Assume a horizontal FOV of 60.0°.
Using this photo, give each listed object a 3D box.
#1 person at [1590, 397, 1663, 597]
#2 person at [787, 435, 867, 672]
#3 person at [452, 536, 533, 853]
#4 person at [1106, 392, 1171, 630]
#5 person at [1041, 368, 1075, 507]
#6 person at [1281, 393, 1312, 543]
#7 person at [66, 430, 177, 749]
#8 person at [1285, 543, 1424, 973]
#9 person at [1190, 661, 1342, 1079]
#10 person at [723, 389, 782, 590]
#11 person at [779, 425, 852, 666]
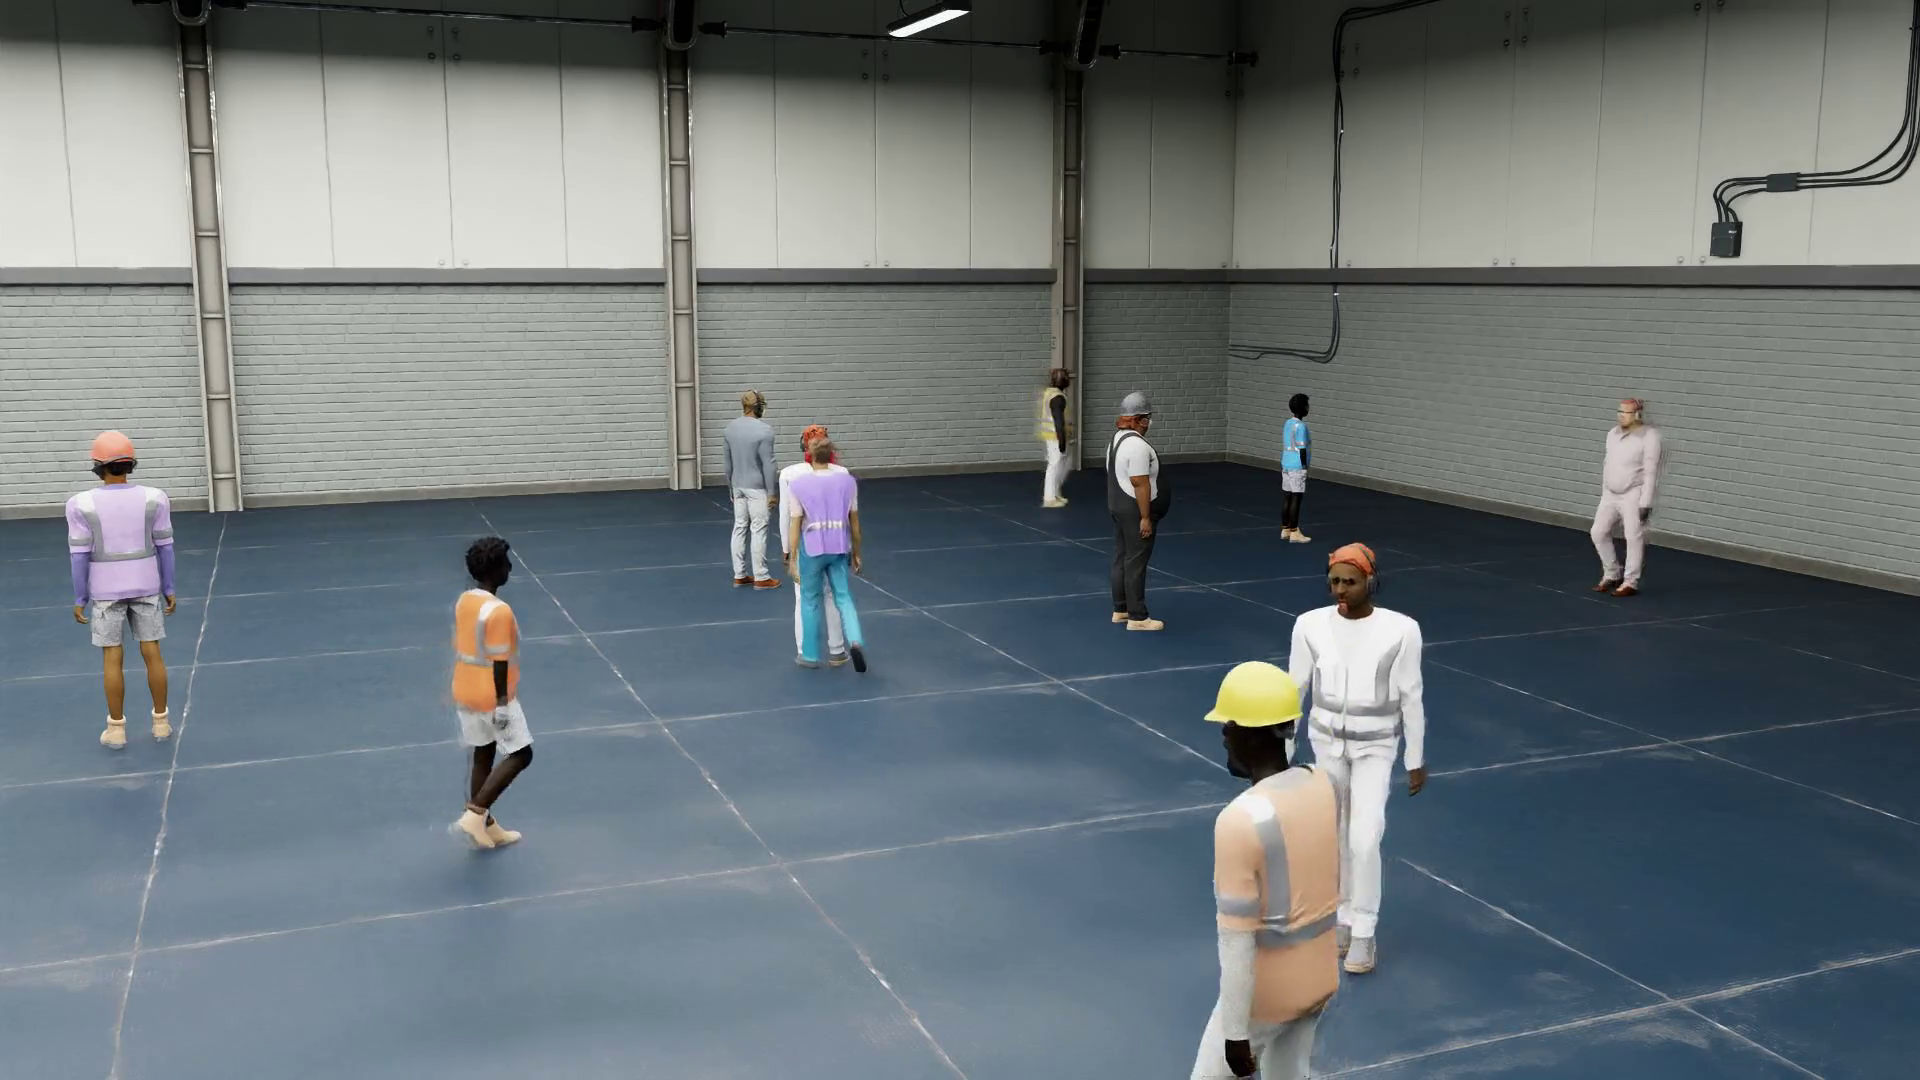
[{"bbox_3d":[6.226,-0.396,15.648,0.508,1.892,0.671,-4,10,-24],"label":"person"},{"bbox_3d":[-1.020,0.119,12.645,0.594,1.823,0.725,-5,10,-29],"label":"person"},{"bbox_3d":[-2.468,0.817,8.684,0.389,1.688,0.537,-8,12,-41],"label":"person"},{"bbox_3d":[1.546,-0.255,14.321,0.537,2.000,0.682,-2,9,-15],"label":"person"},{"bbox_3d":[1.299,-1.331,21.728,0.506,1.829,0.650,-1,9,-3],"label":"person"},{"bbox_3d":[3.837,-0.819,18.937,0.315,1.696,0.541,-1,9,-9],"label":"person"},{"bbox_3d":[-5.382,0.316,10.711,0.615,2.047,0.360,-7,11,-37],"label":"person"},{"bbox_3d":[1.678,0.951,7.277,0.622,1.867,0.624,6,11,31],"label":"person"},{"bbox_3d":[0.912,1.303,4.949,0.431,1.914,0.606,9,13,44],"label":"person"},{"bbox_3d":[-2.013,-0.486,16.086,0.630,1.938,0.369,7,12,38],"label":"person"},{"bbox_3d":[-1.107,0.047,12.917,0.572,1.883,0.355,1,9,5],"label":"person"}]
